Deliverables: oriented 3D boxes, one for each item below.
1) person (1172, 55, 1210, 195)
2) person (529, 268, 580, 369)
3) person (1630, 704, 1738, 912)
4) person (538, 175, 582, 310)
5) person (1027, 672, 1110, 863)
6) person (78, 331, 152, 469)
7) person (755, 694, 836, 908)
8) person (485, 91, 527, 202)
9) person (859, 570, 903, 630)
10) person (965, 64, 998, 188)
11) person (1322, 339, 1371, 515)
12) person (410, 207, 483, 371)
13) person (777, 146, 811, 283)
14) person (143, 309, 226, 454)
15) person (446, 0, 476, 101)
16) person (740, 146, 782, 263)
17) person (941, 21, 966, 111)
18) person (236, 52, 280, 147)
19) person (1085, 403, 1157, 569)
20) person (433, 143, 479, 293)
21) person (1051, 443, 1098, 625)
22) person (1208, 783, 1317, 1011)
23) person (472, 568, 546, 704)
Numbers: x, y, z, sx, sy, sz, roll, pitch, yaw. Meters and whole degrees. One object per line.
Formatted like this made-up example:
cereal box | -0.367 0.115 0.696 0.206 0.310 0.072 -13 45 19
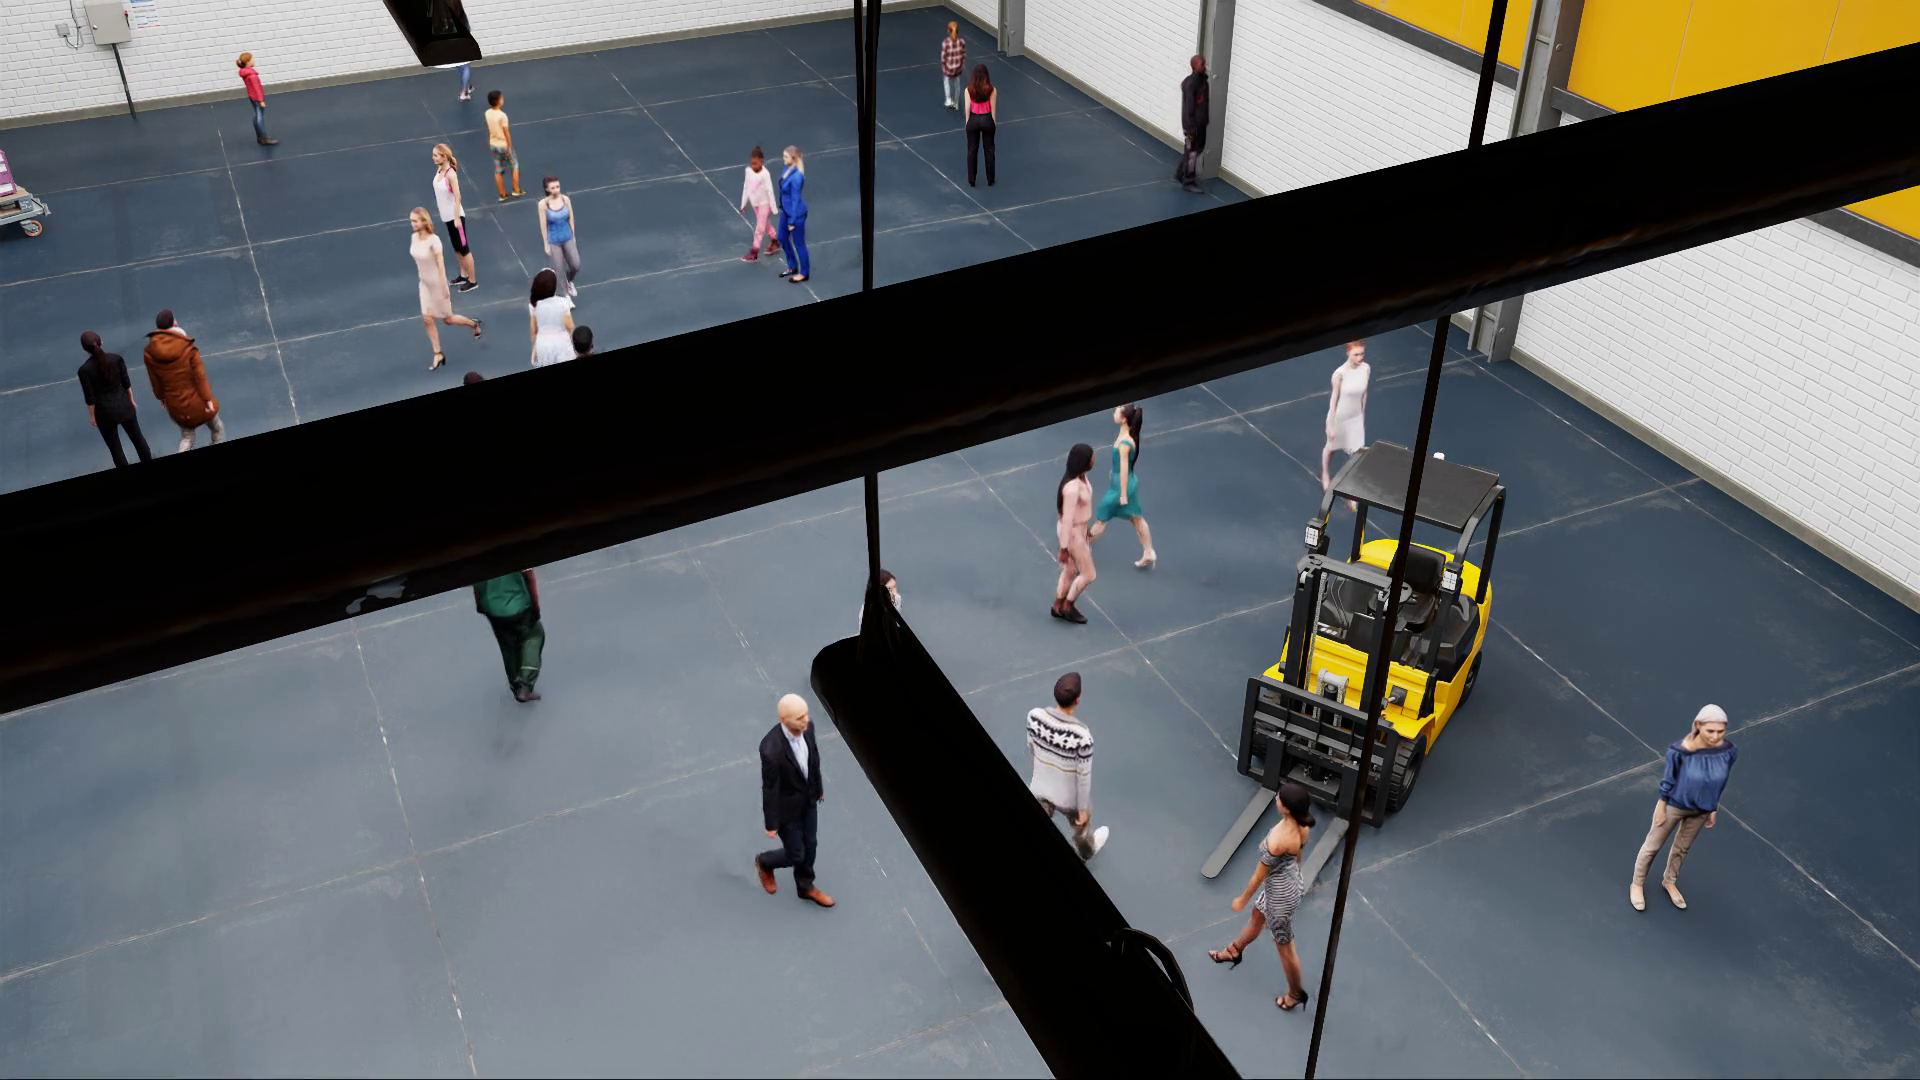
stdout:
person | 3.084 -5.604 22.192 0.959 1.860 0.900 13 36 19
person | -4.028 -1.794 16.514 0.820 1.800 0.922 -1 34 -2
person | 4.882 1.791 11.213 0.690 1.697 0.683 -2 34 -3
person | -4.653 -3.467 19.211 0.601 1.600 0.679 -20 38 -27
person | 0.610 1.732 11.197 1.220 1.814 1.152 20 39 28
person | -8.025 -1.217 15.772 0.697 1.659 0.690 23 40 31
person | -1.184 1.740 11.205 0.995 1.792 0.916 21 39 29
person | -6.089 -5.162 21.902 0.681 1.445 0.742 11 35 16
person | -0.682 0.898 12.656 1.144 1.588 0.856 29 43 36
person | 0.283 -5.572 22.325 0.651 1.660 0.649 0 34 0
person | 3.552 -1.153 15.576 0.654 1.771 0.864 -11 35 -16
person | -5.594 -2.744 17.937 1.028 1.808 0.981 19 38 26
person | -1.885 -3.872 19.739 0.723 1.692 0.539 -12 35 -17
person | -7.319 -1.257 15.701 0.982 1.805 1.175 1 34 2
person | -7.618 -7.495 25.268 0.861 1.604 0.975 5 34 8
person | -2.401 -4.157 20.410 0.932 1.423 0.819 28 42 35
person | -0.078 -7.103 24.956 0.582 1.297 0.574 -6 34 -10
person | -10.059 -6.301 23.731 0.615 1.317 0.494 -23 40 -31
person | 1.510 -0.432 14.613 1.066 1.635 1.042 9 35 14
person | -5.939 -3.801 19.544 0.704 1.788 0.528 -22 40 -30
person | 0.866 -0.041 13.969 0.840 1.699 0.764 9 35 14
person | 2.088 2.281 10.386 1.047 1.797 0.922 17 37 24
person | -3.539 0.563 12.943 0.852 1.827 0.916 0 34 0
